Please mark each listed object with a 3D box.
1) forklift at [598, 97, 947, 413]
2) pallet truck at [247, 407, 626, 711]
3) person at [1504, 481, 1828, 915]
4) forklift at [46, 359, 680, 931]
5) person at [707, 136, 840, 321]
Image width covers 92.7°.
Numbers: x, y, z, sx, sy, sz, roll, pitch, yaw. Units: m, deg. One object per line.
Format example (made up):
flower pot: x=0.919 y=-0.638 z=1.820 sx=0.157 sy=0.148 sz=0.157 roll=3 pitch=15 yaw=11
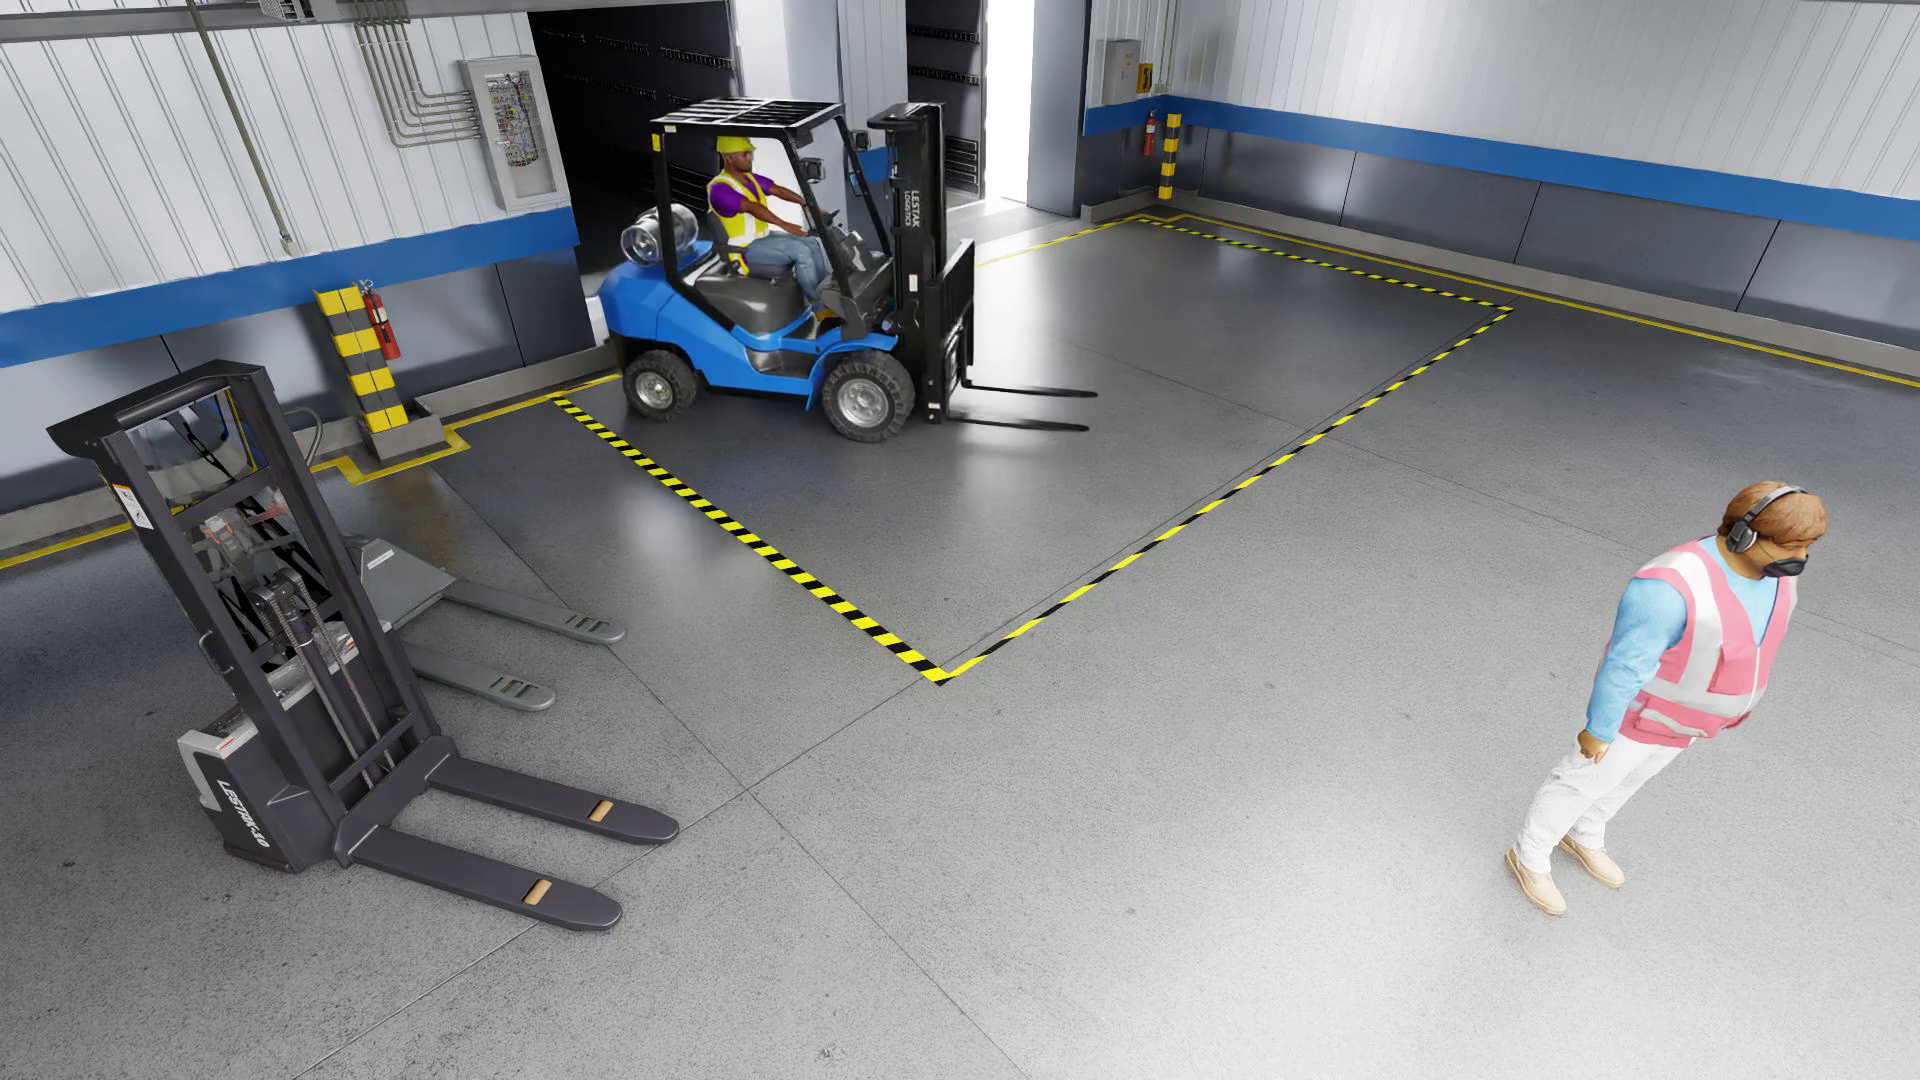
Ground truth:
forklift: x=-1.323 y=-2.121 z=6.777 sx=2.680 sy=2.036 sz=1.157 roll=8 pitch=35 yaw=11
pallet truck: x=-2.628 y=0.038 z=4.590 sx=1.601 sy=1.201 sz=0.680 roll=12 pitch=36 yaw=18
person: x=2.460 y=0.599 z=3.230 sx=0.633 sy=1.841 sz=0.429 roll=-12 pitch=36 yaw=-17
forklift: x=-2.135 y=0.422 z=3.354 sx=1.885 sy=1.965 sz=0.823 roll=10 pitch=35 yaw=14
person: x=-1.267 y=-2.264 z=6.654 sx=1.004 sy=1.294 sz=0.635 roll=8 pitch=35 yaw=11
